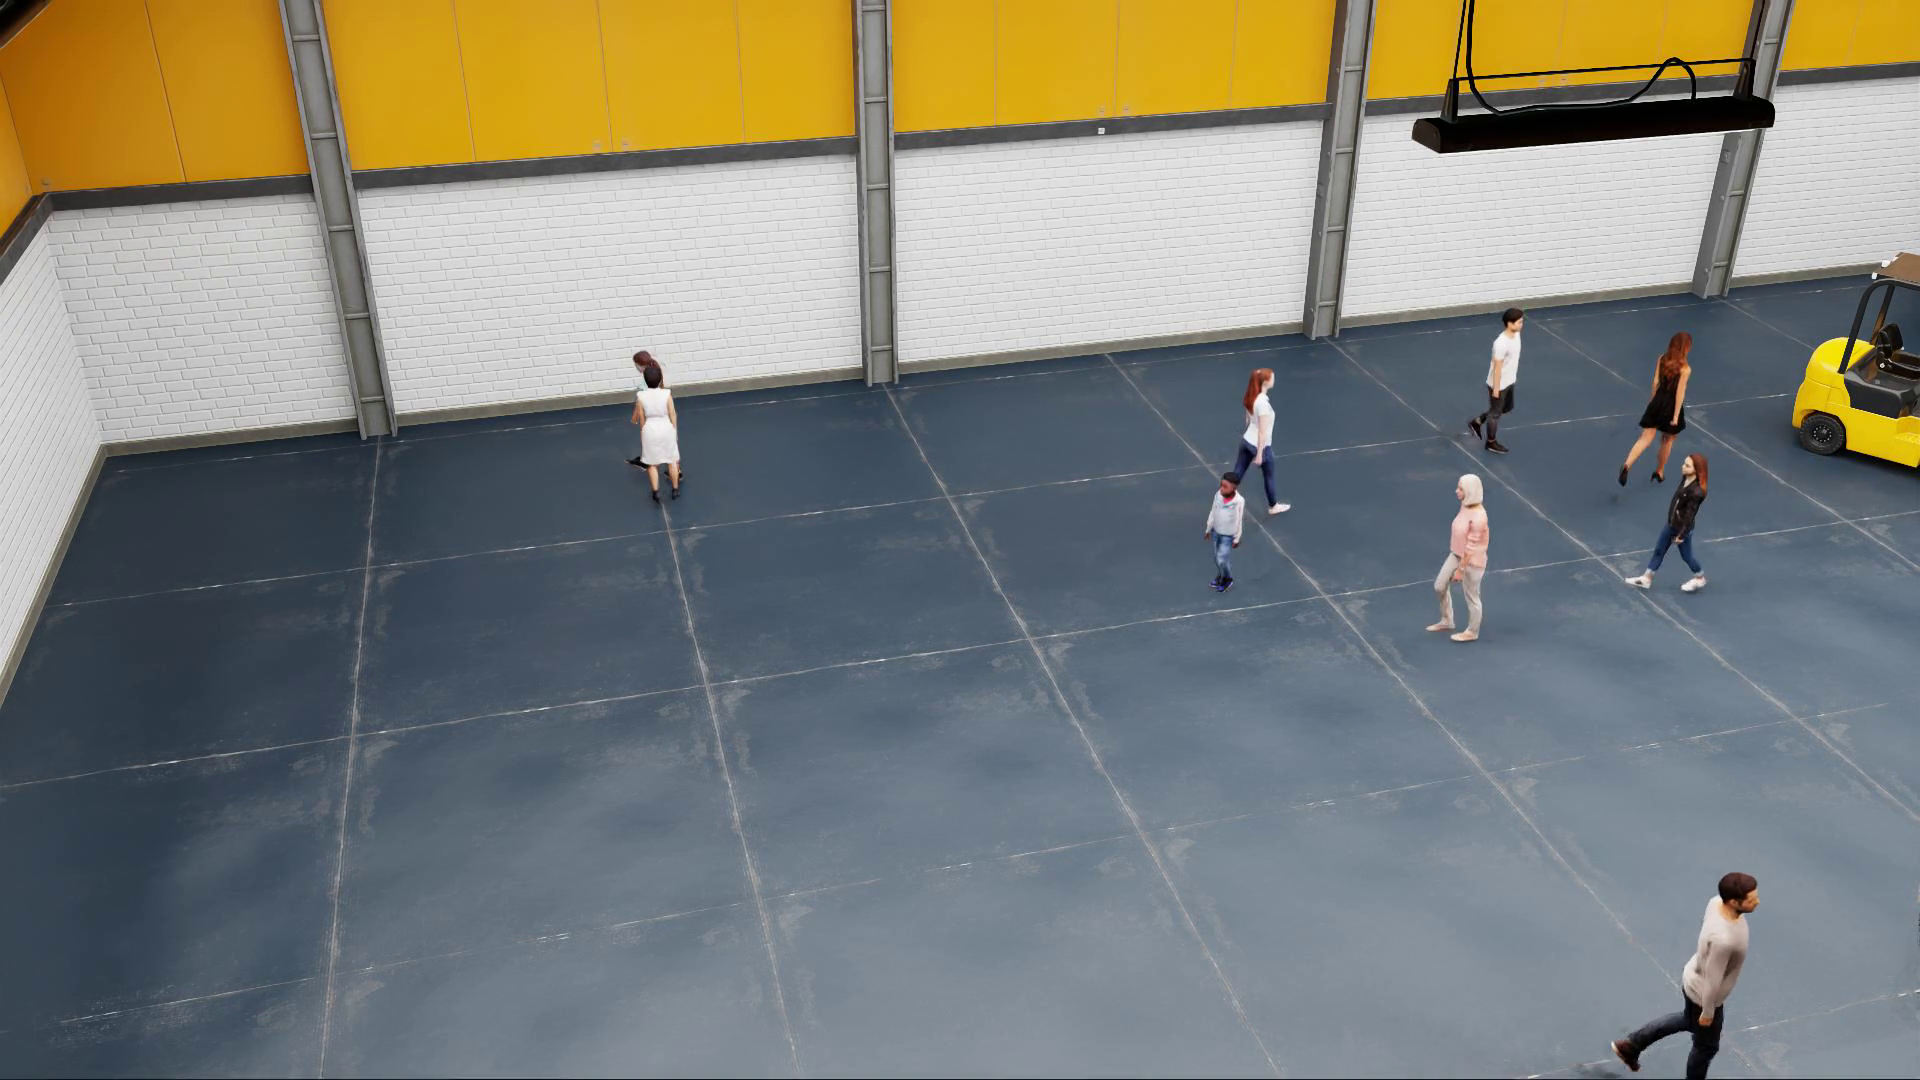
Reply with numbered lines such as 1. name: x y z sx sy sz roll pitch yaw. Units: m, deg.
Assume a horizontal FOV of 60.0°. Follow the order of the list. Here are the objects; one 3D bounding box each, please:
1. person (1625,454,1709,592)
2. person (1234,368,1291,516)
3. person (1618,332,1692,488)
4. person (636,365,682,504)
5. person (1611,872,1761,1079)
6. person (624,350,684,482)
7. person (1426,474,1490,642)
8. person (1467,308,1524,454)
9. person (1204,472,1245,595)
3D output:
1. person: 6.960 -0.139 15.881 1.039 1.449 0.751 0 29 0
2. person: 2.941 -0.928 17.073 1.164 1.692 0.705 -11 31 -20
3. person: 7.411 -1.325 17.679 1.163 1.809 0.813 -17 33 -29
4. person: -3.184 -1.122 17.571 0.470 1.556 0.625 -5 29 -9
5. person: 4.494 2.731 10.200 1.116 1.849 1.000 11 30 19
6. person: -3.232 -1.313 17.963 1.020 1.517 0.870 11 30 19
7. person: 4.671 0.178 15.035 0.695 1.703 0.632 -4 29 -8
8. person: 6.019 -1.821 18.685 0.916 1.716 0.864 19 34 31
9. person: 2.603 -0.108 16.034 0.604 1.247 0.557 -19 34 -30
